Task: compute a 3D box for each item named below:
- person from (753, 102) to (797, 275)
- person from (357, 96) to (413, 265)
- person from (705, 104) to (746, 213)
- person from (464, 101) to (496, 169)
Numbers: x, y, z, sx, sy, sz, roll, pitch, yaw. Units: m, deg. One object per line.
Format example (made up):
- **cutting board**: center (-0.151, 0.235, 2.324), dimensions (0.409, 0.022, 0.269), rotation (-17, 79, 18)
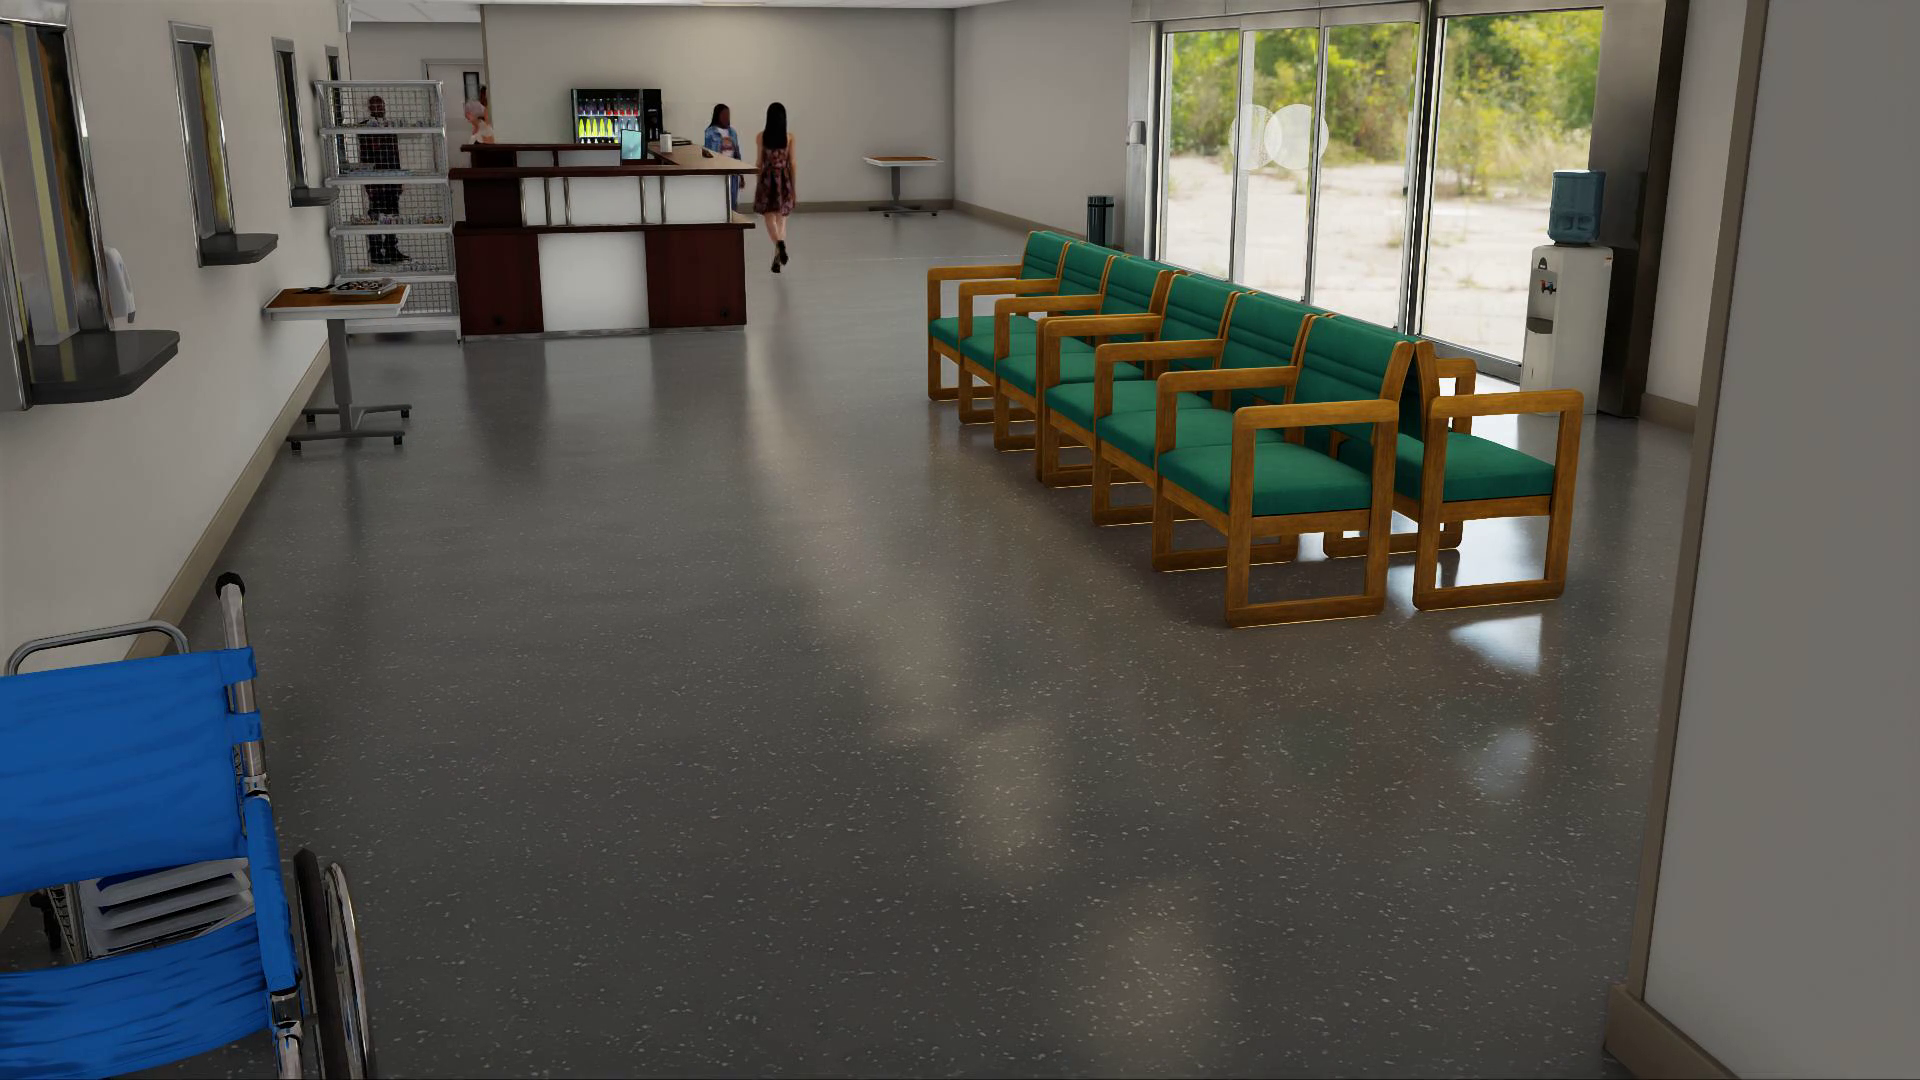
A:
- **person**: center (-1.885, -3.562, 17.048), dimensions (1.012, 1.750, 0.678), rotation (-4, 16, -12)
- **person**: center (-6.470, -4.029, 18.568), dimensions (0.824, 1.823, 0.778), rotation (8, 18, 26)
- **person**: center (-2.892, -4.329, 19.869), dimensions (0.940, 1.696, 0.903), rotation (13, 20, 38)
- **person**: center (-5.487, -4.281, 19.635), dimensions (0.771, 1.730, 0.729), rotation (-10, 18, -31)
